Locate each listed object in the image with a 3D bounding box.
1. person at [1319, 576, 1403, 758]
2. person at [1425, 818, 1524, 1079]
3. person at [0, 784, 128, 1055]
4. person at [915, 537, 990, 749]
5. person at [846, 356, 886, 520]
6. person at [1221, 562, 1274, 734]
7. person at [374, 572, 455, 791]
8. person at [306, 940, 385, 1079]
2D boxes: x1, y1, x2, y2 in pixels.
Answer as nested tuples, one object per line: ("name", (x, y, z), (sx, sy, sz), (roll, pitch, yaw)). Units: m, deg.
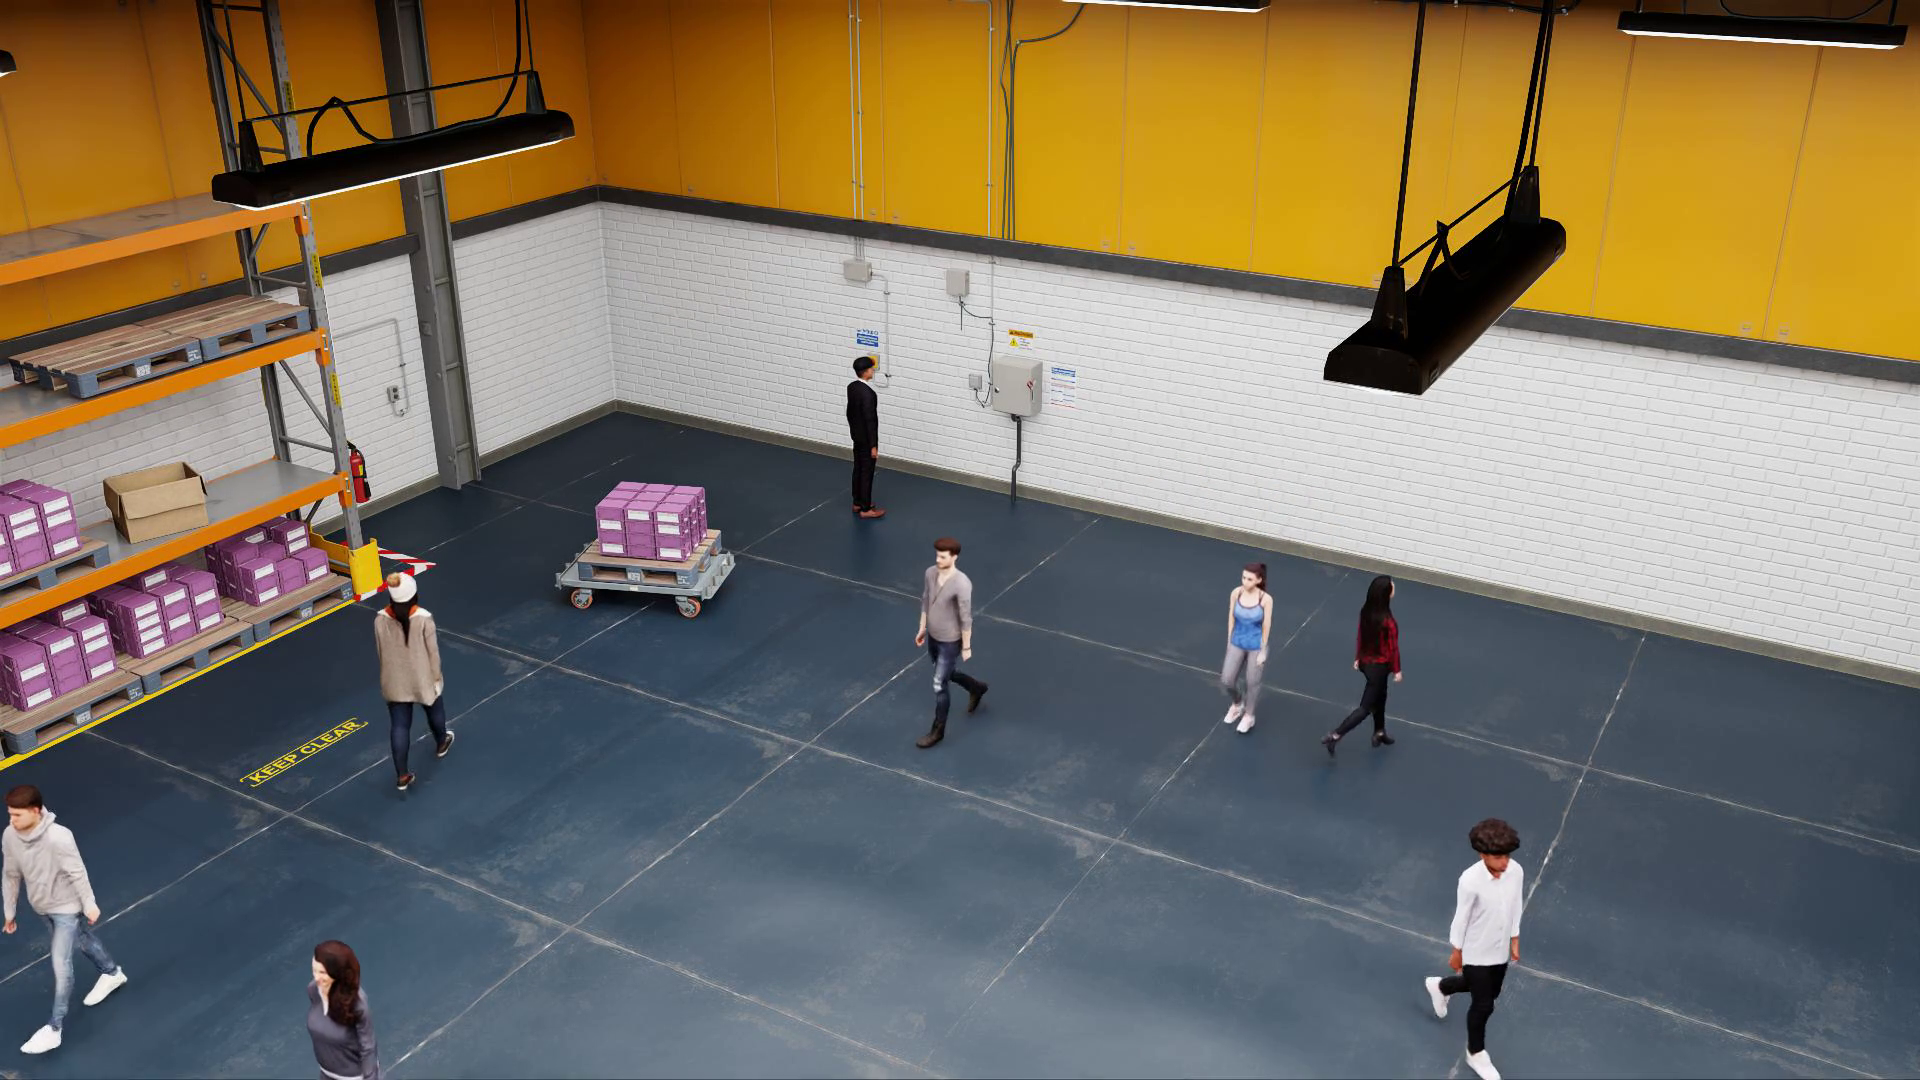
("person", (3.420, 1.106, 13.975), (1.092, 1.631, 0.983), (-8, 25, -19))
("person", (3.277, 2.518, 10.550), (1.046, 1.787, 1.016), (-11, 26, -23))
("person", (-5.832, 2.350, 10.914), (0.861, 1.804, 1.247), (7, 25, 16))
("person", (-0.060, 0.822, 14.318), (1.248, 1.876, 0.974), (-18, 29, -35))
("person", (-1.098, -1.176, 18.884), (0.763, 1.881, 0.777), (-12, 26, -25))
("person", (2.546, 0.909, 14.464), (0.558, 1.600, 0.570), (15, 28, 30))
("person", (-4.532, 1.157, 13.581), (1.092, 1.853, 1.272), (0, 24, -1))
("person", (-3.420, 3.003, 9.519), (0.737, 1.725, 1.159), (9, 25, 20))
